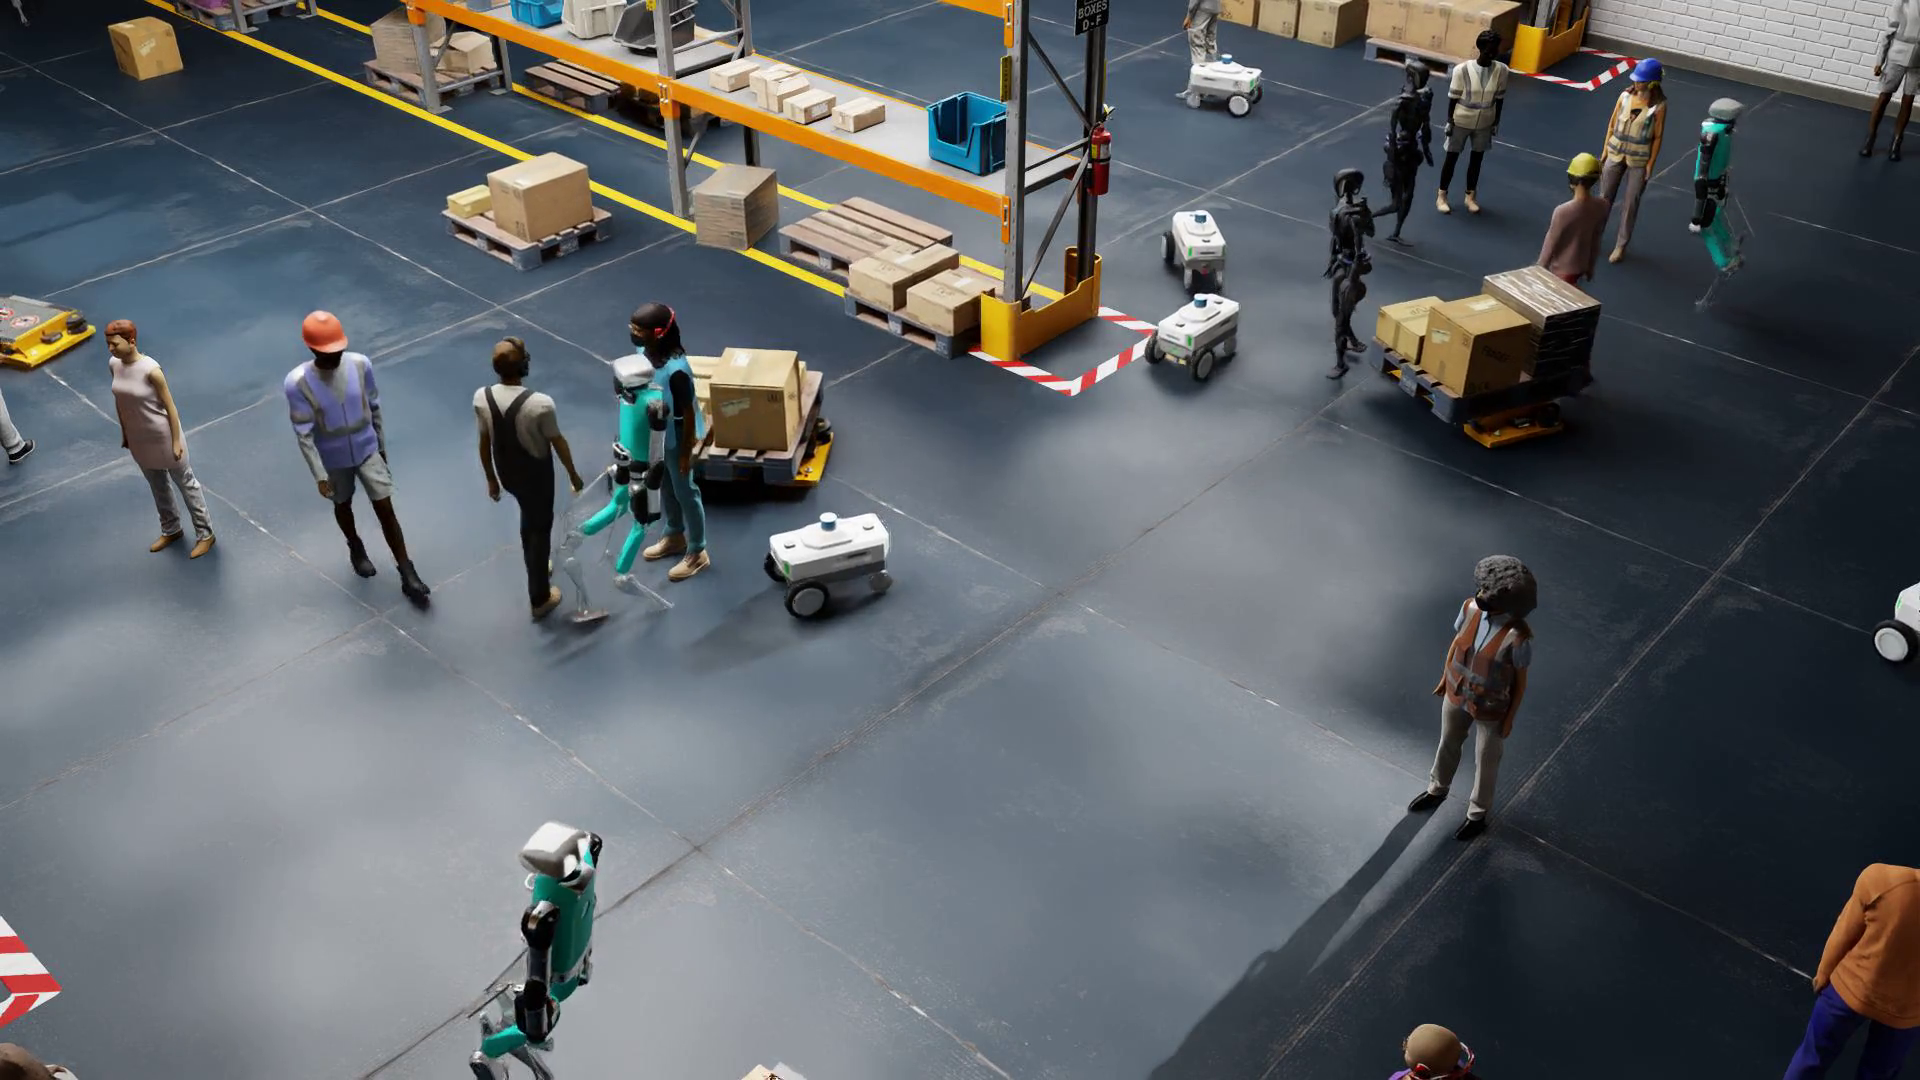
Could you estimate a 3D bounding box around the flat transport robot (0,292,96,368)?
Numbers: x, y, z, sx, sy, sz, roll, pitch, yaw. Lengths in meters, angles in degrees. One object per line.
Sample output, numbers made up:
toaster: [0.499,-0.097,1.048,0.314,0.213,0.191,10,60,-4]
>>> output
flat transport robot: [-7.716,-1.709,13.287,1.431,0.231,0.659,13,37,18]

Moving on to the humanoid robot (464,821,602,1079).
humanoid robot: [-1.808,1.831,6.869,0.785,1.768,0.537,7,35,10]

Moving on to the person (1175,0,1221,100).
person: [2.562,-5.552,17.421,0.396,1.898,0.527,26,42,33]

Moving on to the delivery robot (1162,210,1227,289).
delivery robot: [2.033,-2.529,14.239,0.499,0.613,0.796,-3,35,-4]

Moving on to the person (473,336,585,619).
person: [-2.559,-0.405,10.034,0.525,1.820,0.669,11,36,16]

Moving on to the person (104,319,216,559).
person: [-5.099,-0.638,10.508,0.441,1.660,0.285,10,36,14]

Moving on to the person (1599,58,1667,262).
person: [5.695,-3.238,14.173,0.466,1.776,0.323,28,43,34]

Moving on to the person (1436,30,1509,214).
person: [4.630,-3.773,15.025,0.531,1.693,0.319,-2,35,-3]

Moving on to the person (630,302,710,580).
person: [-1.805,-0.628,10.313,0.384,1.862,0.543,-27,43,-33]

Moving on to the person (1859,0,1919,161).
person: [9.157,-4.633,16.072,0.547,1.924,0.387,13,37,18]

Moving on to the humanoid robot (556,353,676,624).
humanoid robot: [-2.139,-0.178,9.825,0.944,1.778,0.546,-22,40,-28]

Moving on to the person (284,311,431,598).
person: [-3.687,-0.491,10.094,0.551,1.899,0.886,-22,40,-28]

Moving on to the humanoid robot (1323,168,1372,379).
humanoid robot: [2.955,-2.021,12.507,0.484,1.644,0.613,-3,35,-4]

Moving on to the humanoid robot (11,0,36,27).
humanoid robot: [-11.284,-6.939,19.683,0.584,1.634,0.814,-20,39,-26]

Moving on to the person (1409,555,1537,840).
person: [2.615,0.798,8.401,0.318,1.687,0.455,-24,41,-30]

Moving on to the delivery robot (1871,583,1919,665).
delivery robot: [5.846,0.552,9.771,0.519,0.609,0.780,-18,39,-25]

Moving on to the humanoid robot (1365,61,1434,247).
humanoid robot: [3.835,-3.369,14.455,0.602,1.648,0.463,-28,43,-34]

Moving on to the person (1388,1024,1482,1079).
person: [1.641,2.372,6.119,0.350,1.693,0.477,22,40,28]

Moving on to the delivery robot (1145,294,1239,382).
delivery robot: [1.840,-1.624,12.896,0.499,0.577,0.769,27,43,33]

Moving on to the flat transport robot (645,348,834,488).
flat transport robot: [-1.655,-0.650,11.752,1.431,0.231,0.659,4,35,5]

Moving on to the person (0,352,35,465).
person: [-6.864,-1.325,11.349,0.587,1.837,0.402,-6,35,-9]

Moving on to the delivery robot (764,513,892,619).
delivery robot: [-0.821,0.101,10.401,0.773,0.582,0.499,-13,37,-19]

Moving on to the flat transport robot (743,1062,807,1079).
flat transport robot: [-0.531,2.724,6.864,1.431,0.231,0.659,24,41,30]

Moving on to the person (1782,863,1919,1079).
person: [3.723,1.815,6.688,0.515,1.973,0.401,20,40,27]

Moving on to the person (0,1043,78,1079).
person: [-3.271,2.417,6.081,0.335,1.659,0.499,2,35,3]

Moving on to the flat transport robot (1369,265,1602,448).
flat transport robot: [3.804,-1.152,12.480,0.659,0.231,1.431,-14,37,-19]

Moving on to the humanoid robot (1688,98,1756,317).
humanoid robot: [6.129,-2.576,13.292,0.695,1.829,0.548,23,41,30]

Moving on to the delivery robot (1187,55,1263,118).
delivery robot: [2.807,-4.796,17.513,0.795,0.602,0.499,14,37,20]

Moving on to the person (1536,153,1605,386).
person: [4.599,-2.013,12.456,0.546,1.716,0.863,-23,41,-29]
